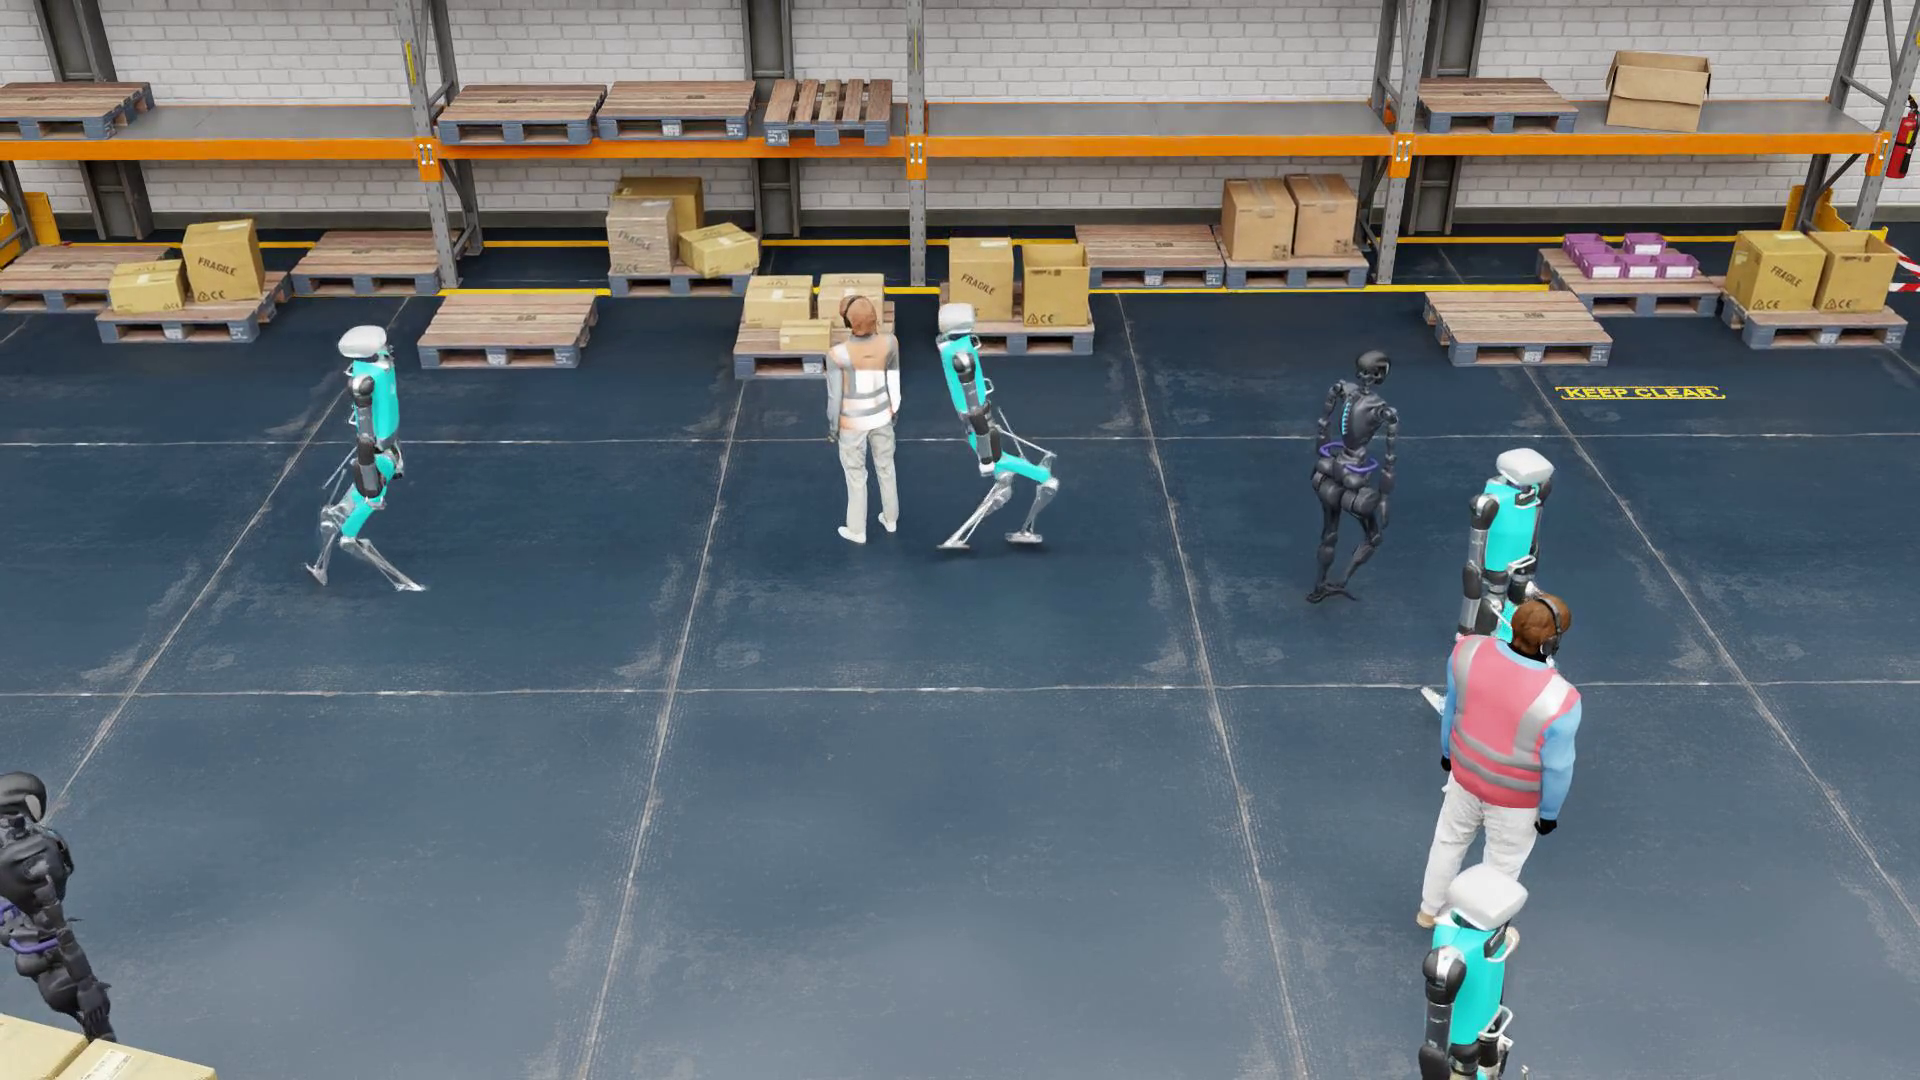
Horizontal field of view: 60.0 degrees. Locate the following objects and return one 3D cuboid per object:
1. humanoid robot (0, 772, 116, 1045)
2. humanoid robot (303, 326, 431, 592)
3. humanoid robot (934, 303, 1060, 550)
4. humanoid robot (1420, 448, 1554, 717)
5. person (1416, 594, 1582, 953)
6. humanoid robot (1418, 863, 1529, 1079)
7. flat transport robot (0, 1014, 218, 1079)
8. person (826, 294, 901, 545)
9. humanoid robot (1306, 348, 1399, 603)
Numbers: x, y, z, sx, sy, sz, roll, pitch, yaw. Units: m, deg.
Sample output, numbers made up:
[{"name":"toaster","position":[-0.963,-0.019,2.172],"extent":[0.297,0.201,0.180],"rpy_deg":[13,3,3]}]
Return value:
[{"name":"humanoid robot","position":[-3.493,1.577,6.425],"extent":[0.305,1.658,0.614],"rpy_deg":[-25,39,-35]},{"name":"humanoid robot","position":[-3.635,-0.397,9.693],"extent":[0.906,1.808,0.543],"rpy_deg":[0,31,1]},{"name":"humanoid robot","position":[0.291,-0.628,10.046],"extent":[0.882,1.751,0.577],"rpy_deg":[-6,32,-10]},{"name":"humanoid robot","position":[2.823,0.426,8.300],"extent":[0.559,1.744,1.037],"rpy_deg":[-21,37,-31]},{"name":"person","position":[2.343,1.024,7.194],"extent":[0.431,1.835,0.628],"rpy_deg":[-22,37,-32]},{"name":"humanoid robot","position":[1.884,2.002,5.752],"extent":[0.727,1.884,0.544],"rpy_deg":[22,37,32]},{"name":"flat transport robot","position":[-3.218,2.720,5.883],"extent":[1.431,0.231,0.659],"rpy_deg":[8,32,14]},{"name":"person","position":[-0.592,-0.739,10.309],"extent":[0.521,1.636,0.308],"rpy_deg":[-19,36,-28]},{"name":"humanoid robot","position":[2.262,-0.363,9.649],"extent":[0.337,1.651,0.607],"rpy_deg":[-21,37,-31]}]
